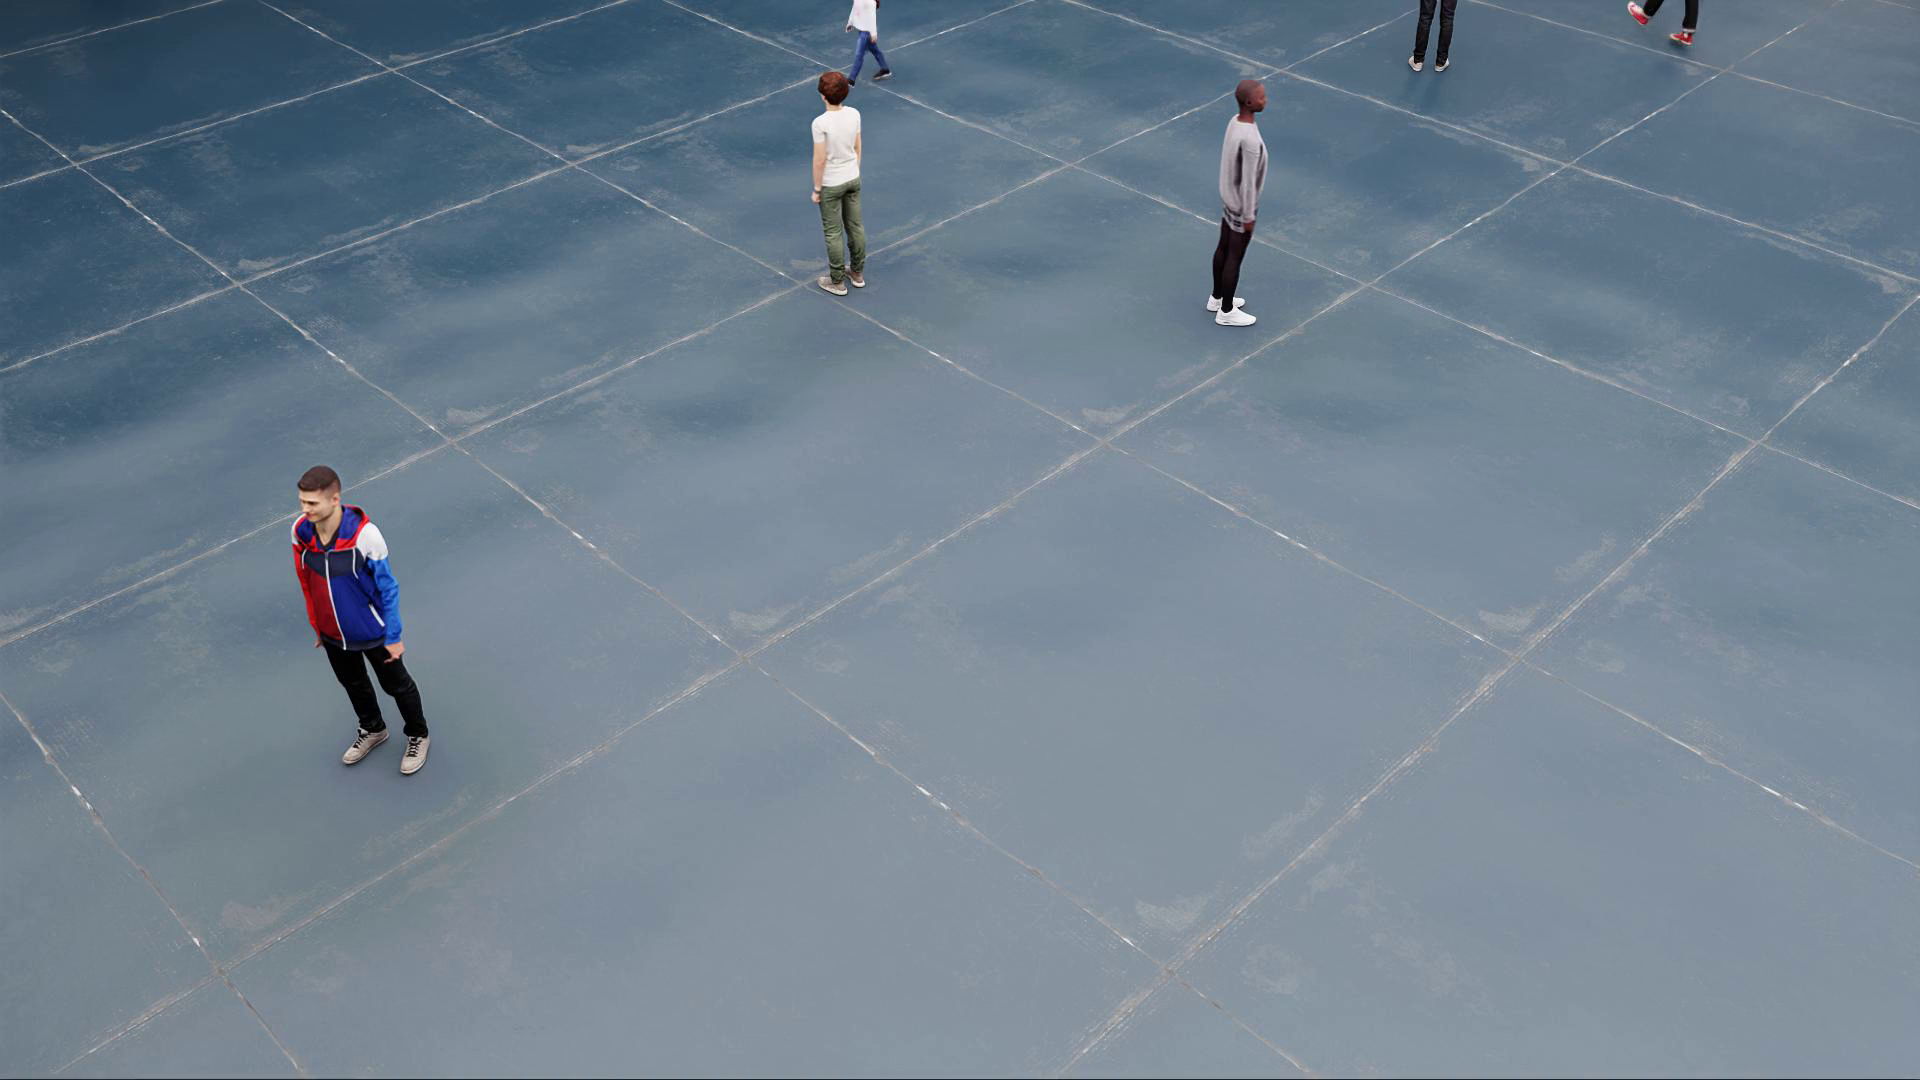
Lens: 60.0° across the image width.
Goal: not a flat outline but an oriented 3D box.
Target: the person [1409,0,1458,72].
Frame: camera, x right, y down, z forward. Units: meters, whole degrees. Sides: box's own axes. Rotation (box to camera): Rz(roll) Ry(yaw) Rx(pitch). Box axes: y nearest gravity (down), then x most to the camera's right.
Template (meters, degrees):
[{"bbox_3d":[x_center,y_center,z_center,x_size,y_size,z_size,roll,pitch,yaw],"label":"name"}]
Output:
[{"bbox_3d":[4.467,-5.235,15.398,0.695,1.760,0.715,6,38,8],"label":"person"}]

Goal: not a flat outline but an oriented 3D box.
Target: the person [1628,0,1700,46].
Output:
[{"bbox_3d":[7.030,-5.611,15.919,1.164,1.728,1.099,-11,39,-14],"label":"person"}]

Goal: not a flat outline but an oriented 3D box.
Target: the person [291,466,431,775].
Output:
[{"bbox_3d":[-2.894,0.388,8.005,0.717,1.756,0.716,9,38,11],"label":"person"}]

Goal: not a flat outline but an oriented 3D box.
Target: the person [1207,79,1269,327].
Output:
[{"bbox_3d":[1.932,-2.359,11.606,0.729,1.771,0.694,-4,37,-5],"label":"person"}]

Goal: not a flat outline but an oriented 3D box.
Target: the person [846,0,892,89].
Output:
[{"bbox_3d":[-0.820,-4.724,15.282,0.853,1.085,0.630,-15,40,-19],"label":"person"}]

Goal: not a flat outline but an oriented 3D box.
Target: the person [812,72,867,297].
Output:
[{"bbox_3d":[-0.870,-2.568,11.977,0.489,1.655,0.642,-26,44,-30],"label":"person"}]
